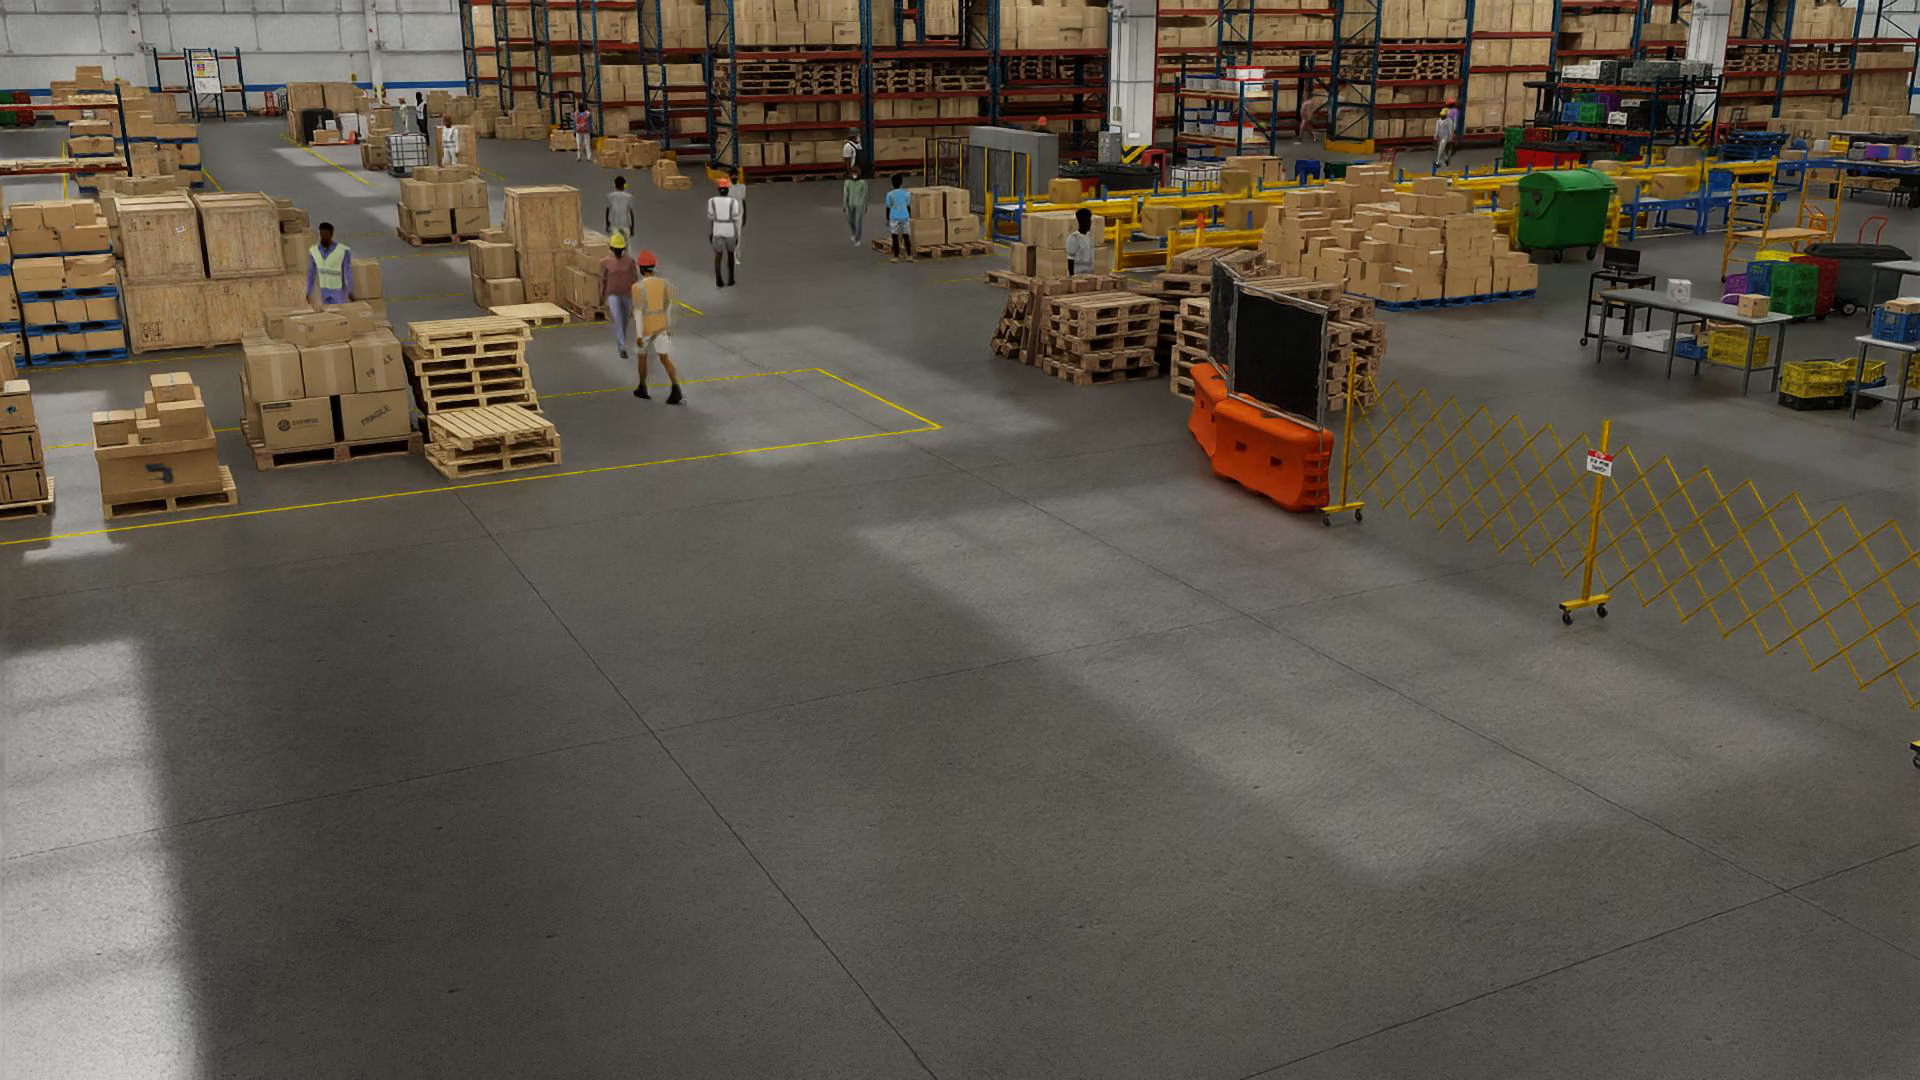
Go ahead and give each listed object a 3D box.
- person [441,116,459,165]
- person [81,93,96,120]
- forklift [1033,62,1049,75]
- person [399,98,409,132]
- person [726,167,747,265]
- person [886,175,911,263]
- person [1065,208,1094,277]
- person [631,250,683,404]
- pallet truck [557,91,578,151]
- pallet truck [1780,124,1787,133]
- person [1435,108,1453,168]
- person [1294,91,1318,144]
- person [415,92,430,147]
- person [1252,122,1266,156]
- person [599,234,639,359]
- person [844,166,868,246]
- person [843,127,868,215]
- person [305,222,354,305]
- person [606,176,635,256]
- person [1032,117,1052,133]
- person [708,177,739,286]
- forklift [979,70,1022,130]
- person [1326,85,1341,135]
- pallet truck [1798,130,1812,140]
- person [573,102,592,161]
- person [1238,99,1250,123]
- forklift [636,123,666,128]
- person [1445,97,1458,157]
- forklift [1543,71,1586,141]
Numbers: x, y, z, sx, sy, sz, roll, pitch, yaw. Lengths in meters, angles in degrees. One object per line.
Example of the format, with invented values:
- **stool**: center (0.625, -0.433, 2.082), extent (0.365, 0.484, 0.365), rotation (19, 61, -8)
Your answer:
- **person**: center (-14.172, -10.787, 46.091), extent (0.615, 1.865, 0.602), rotation (8, 19, 23)
- **person**: center (-33.154, -16.147, 63.218), extent (0.527, 1.615, 0.755), rotation (0, 18, 1)
- **forklift**: center (3.383, -18.477, 68.438), extent (1.129, 2.768, 1.873), rotation (-10, 20, -27)
- **person**: center (-20.028, -15.110, 59.962), extent (0.315, 1.630, 0.516), rotation (-7, 19, -20)
- **person**: center (-4.362, -6.247, 31.974), extent (0.542, 1.849, 0.619), rotation (-3, 18, -8)
- **person**: center (-1.185, -6.179, 32.051), extent (0.543, 1.682, 0.354), rotation (-9, 20, -27)
- **person**: center (1.774, -3.875, 24.387), extent (0.369, 1.967, 0.600), rotation (13, 22, 35)
- **person**: center (-3.784, -2.639, 20.649), extent (0.555, 1.904, 0.956), rotation (-15, 23, -39)
- **pallet truck**: center (-13.495, -14.412, 57.188), extent (0.823, 1.965, 1.885), rotation (-3, 18, -9)
- **pallet truck**: center (25.206, -12.542, 52.601), extent (1.601, 1.201, 0.680), rotation (0, 18, -2)
- **person**: center (14.876, -12.364, 51.123), extent (0.782, 1.808, 0.596), rotation (-12, 21, -32)
- **person**: center (12.534, -15.227, 59.951), extent (0.894, 1.870, 0.646), rotation (-2, 18, -5)
- **person**: center (-18.869, -14.746, 58.376), extent (0.587, 1.911, 0.397), rotation (15, 23, 38)
- **person**: center (8.222, -10.643, 45.888), extent (0.915, 1.722, 0.527), rotation (-10, 20, -28)
- **person**: center (-4.830, -3.492, 23.590), extent (0.530, 1.726, 0.875), rotation (-8, 19, -23)
- **person**: center (-2.154, -6.933, 34.464), extent (0.514, 1.621, 0.435), rotation (3, 18, 8)
- **person**: center (-2.445, -8.763, 39.508), extent (0.539, 2.000, 0.689), rotation (8, 19, 23)
- **person**: center (-8.839, -3.489, 23.297), extent (0.655, 1.903, 0.534), rotation (4, 18, 12)
- **person**: center (-6.208, -5.722, 30.405), extent (0.532, 1.809, 1.002), rotation (-3, 18, -11)
- **person**: center (2.161, -10.206, 44.091), extent (0.617, 1.985, 0.402), rotation (-6, 19, -17)
- **person**: center (-4.154, -5.390, 29.212), extent (0.564, 1.914, 0.764), rotation (0, 18, 1)
- **forklift**: center (0.979, -13.608, 53.258), extent (1.873, 2.768, 1.129), rotation (-9, 20, -26)
- **person**: center (13.708, -15.650, 61.001), extent (0.510, 2.030, 0.619), rotation (-8, 19, -23)
- **pallet truck**: center (25.526, -11.556, 49.408), extent (1.630, 1.274, 0.653), rotation (-9, 20, -26)
- **person**: center (-12.057, -13.043, 53.174), extent (0.624, 1.844, 0.429), rotation (-1, 18, -2)
- **person**: center (10.132, -15.192, 59.834), extent (0.891, 1.861, 0.692), rotation (0, 18, 0)
- **forklift**: center (-12.498, -18.233, 67.677), extent (1.873, 2.768, 1.129), rotation (-9, 20, -26)
- **person**: center (16.067, -13.545, 54.601), extent (0.459, 1.925, 0.573), rotation (-9, 20, -26)
- **forklift**: center (18.685, -13.231, 52.085), extent (1.873, 2.768, 1.129), rotation (-9, 20, -26)
